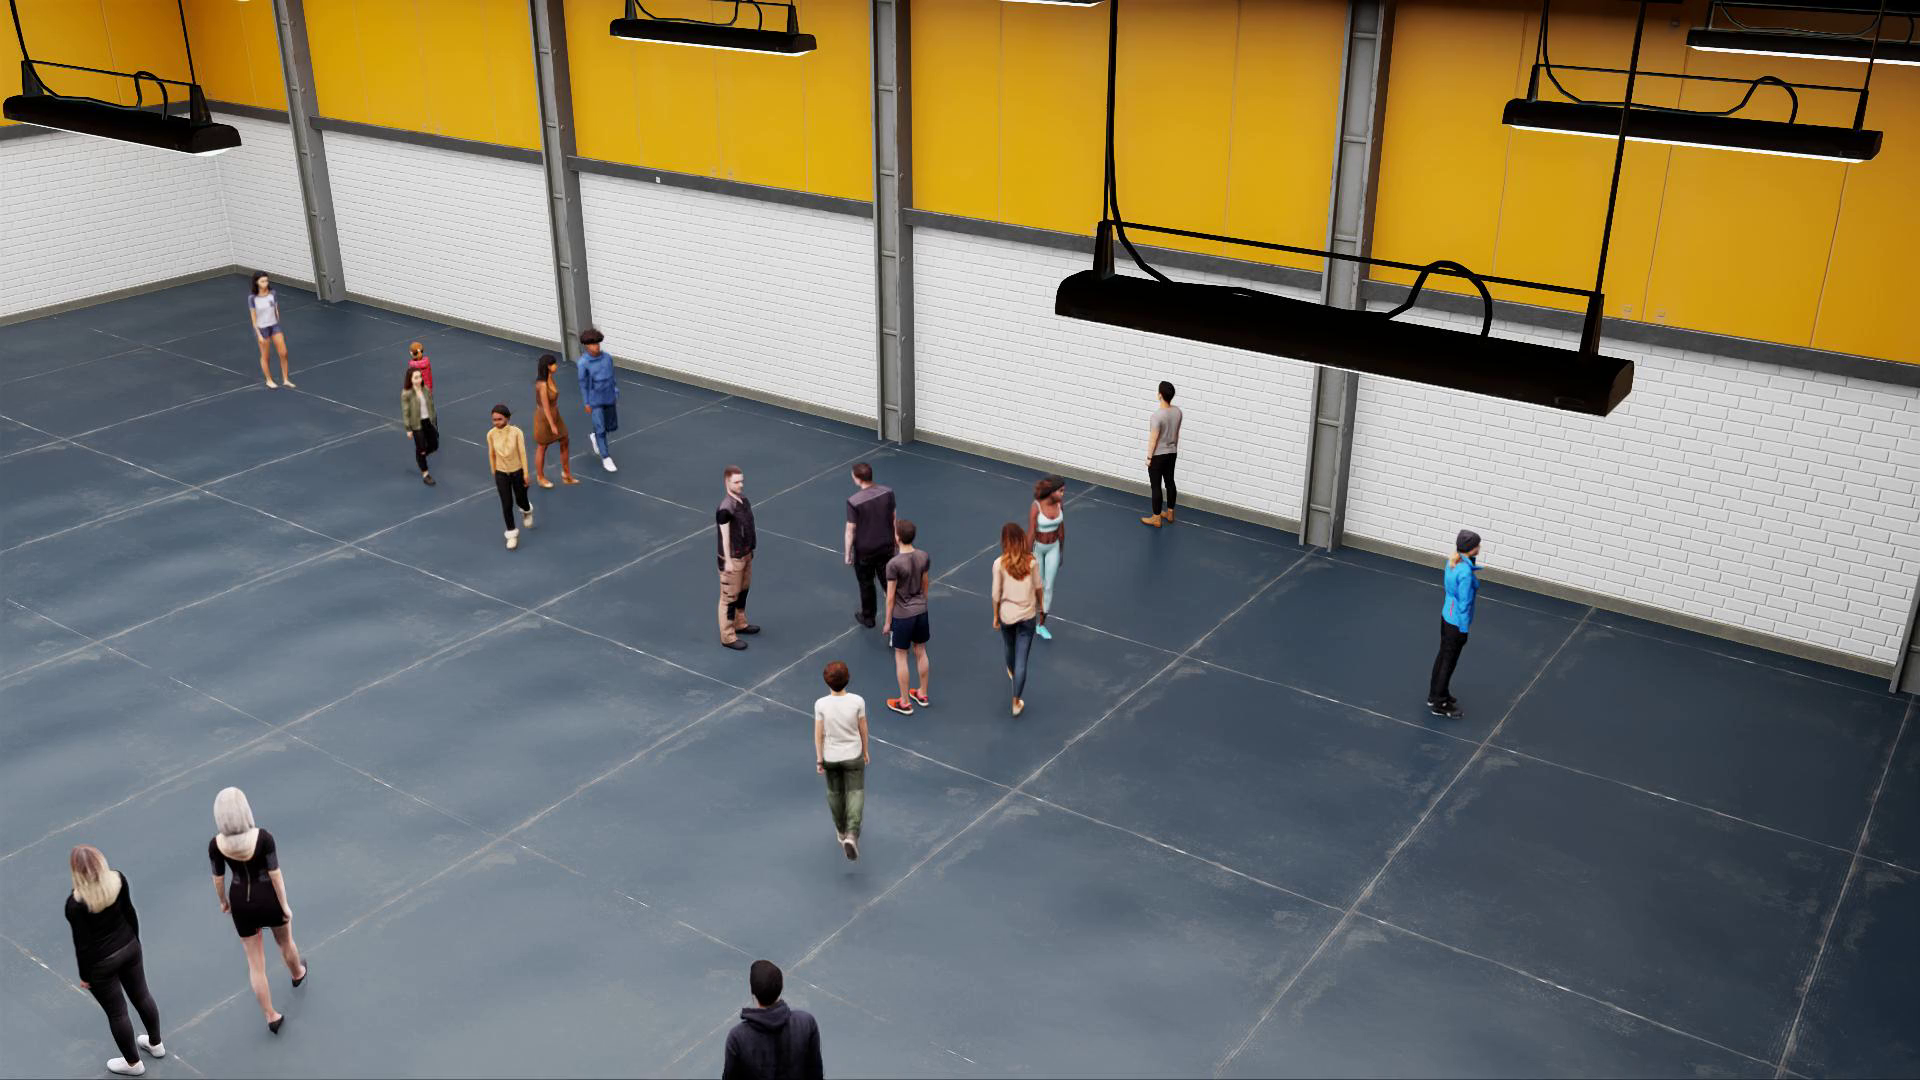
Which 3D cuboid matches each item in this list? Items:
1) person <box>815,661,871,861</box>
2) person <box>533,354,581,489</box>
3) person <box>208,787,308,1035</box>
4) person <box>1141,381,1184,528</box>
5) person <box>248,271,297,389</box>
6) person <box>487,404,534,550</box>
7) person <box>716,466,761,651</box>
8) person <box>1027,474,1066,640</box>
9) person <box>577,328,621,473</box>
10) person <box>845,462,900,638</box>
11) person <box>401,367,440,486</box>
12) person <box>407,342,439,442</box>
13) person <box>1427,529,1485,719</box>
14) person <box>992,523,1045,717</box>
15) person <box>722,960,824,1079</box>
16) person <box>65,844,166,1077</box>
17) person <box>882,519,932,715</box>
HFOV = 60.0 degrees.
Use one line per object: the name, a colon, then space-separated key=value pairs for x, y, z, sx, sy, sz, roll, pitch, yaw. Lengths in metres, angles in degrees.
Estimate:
person: x=-0.902 y=1.727 z=12.904 sx=0.972 sy=1.642 sz=0.985 roll=-2 pitch=24 yaw=-5
person: x=-5.047 y=-1.419 z=20.077 sx=0.861 sy=1.660 sz=0.779 roll=4 pitch=24 yaw=9
person: x=-4.656 y=2.478 z=10.972 sx=0.954 sy=1.813 sz=1.029 roll=-5 pitch=24 yaw=-11
person: x=2.327 y=-0.998 z=19.036 sx=0.669 sy=1.724 sz=0.637 roll=-16 pitch=28 yaw=-33
person: x=-9.878 y=-2.981 z=23.590 sx=0.788 sy=1.710 sz=0.652 roll=22 pitch=32 yaw=40
person: x=-5.005 y=-0.756 z=18.580 sx=0.931 sy=1.645 sz=0.958 roll=-1 pitch=24 yaw=-3
person: x=-2.211 y=0.134 z=16.300 sx=0.715 sy=1.840 sz=0.757 roll=6 pitch=24 yaw=14
person: x=0.800 y=0.129 z=16.488 sx=0.833 sy=1.698 sz=0.951 roll=-8 pitch=25 yaw=-18
person: x=-4.521 y=-1.779 z=20.735 sx=1.030 sy=1.793 sz=0.829 roll=21 pitch=31 yaw=39
person: x=-0.796 y=0.132 z=16.338 sx=1.045 sy=1.813 sz=1.240 roll=-12 pitch=26 yaw=-26
person: x=-6.622 y=-1.408 z=20.294 sx=0.749 sy=1.466 sz=0.634 roll=20 pitch=30 yaw=38
person: x=-7.017 y=-1.951 z=21.721 sx=0.500 sy=1.318 sz=0.510 roll=14 pitch=27 yaw=30
person: x=4.458 y=0.735 z=14.979 sx=0.697 sy=1.797 sz=0.695 roll=2 pitch=24 yaw=4
person: x=0.514 y=0.753 z=15.009 sx=1.129 sy=1.741 sz=1.042 roll=3 pitch=24 yaw=6
person: x=-1.000 y=3.234 z=9.201 sx=1.086 sy=1.847 sz=1.242 roll=-9 pitch=25 yaw=-19
person: x=-5.433 y=2.684 z=10.660 sx=0.592 sy=1.685 sz=0.653 roll=10 pitch=26 yaw=22
person: x=-0.462 y=0.683 z=15.029 sx=0.694 sy=1.852 sz=0.628 roll=-19 pitch=30 yaw=-36
